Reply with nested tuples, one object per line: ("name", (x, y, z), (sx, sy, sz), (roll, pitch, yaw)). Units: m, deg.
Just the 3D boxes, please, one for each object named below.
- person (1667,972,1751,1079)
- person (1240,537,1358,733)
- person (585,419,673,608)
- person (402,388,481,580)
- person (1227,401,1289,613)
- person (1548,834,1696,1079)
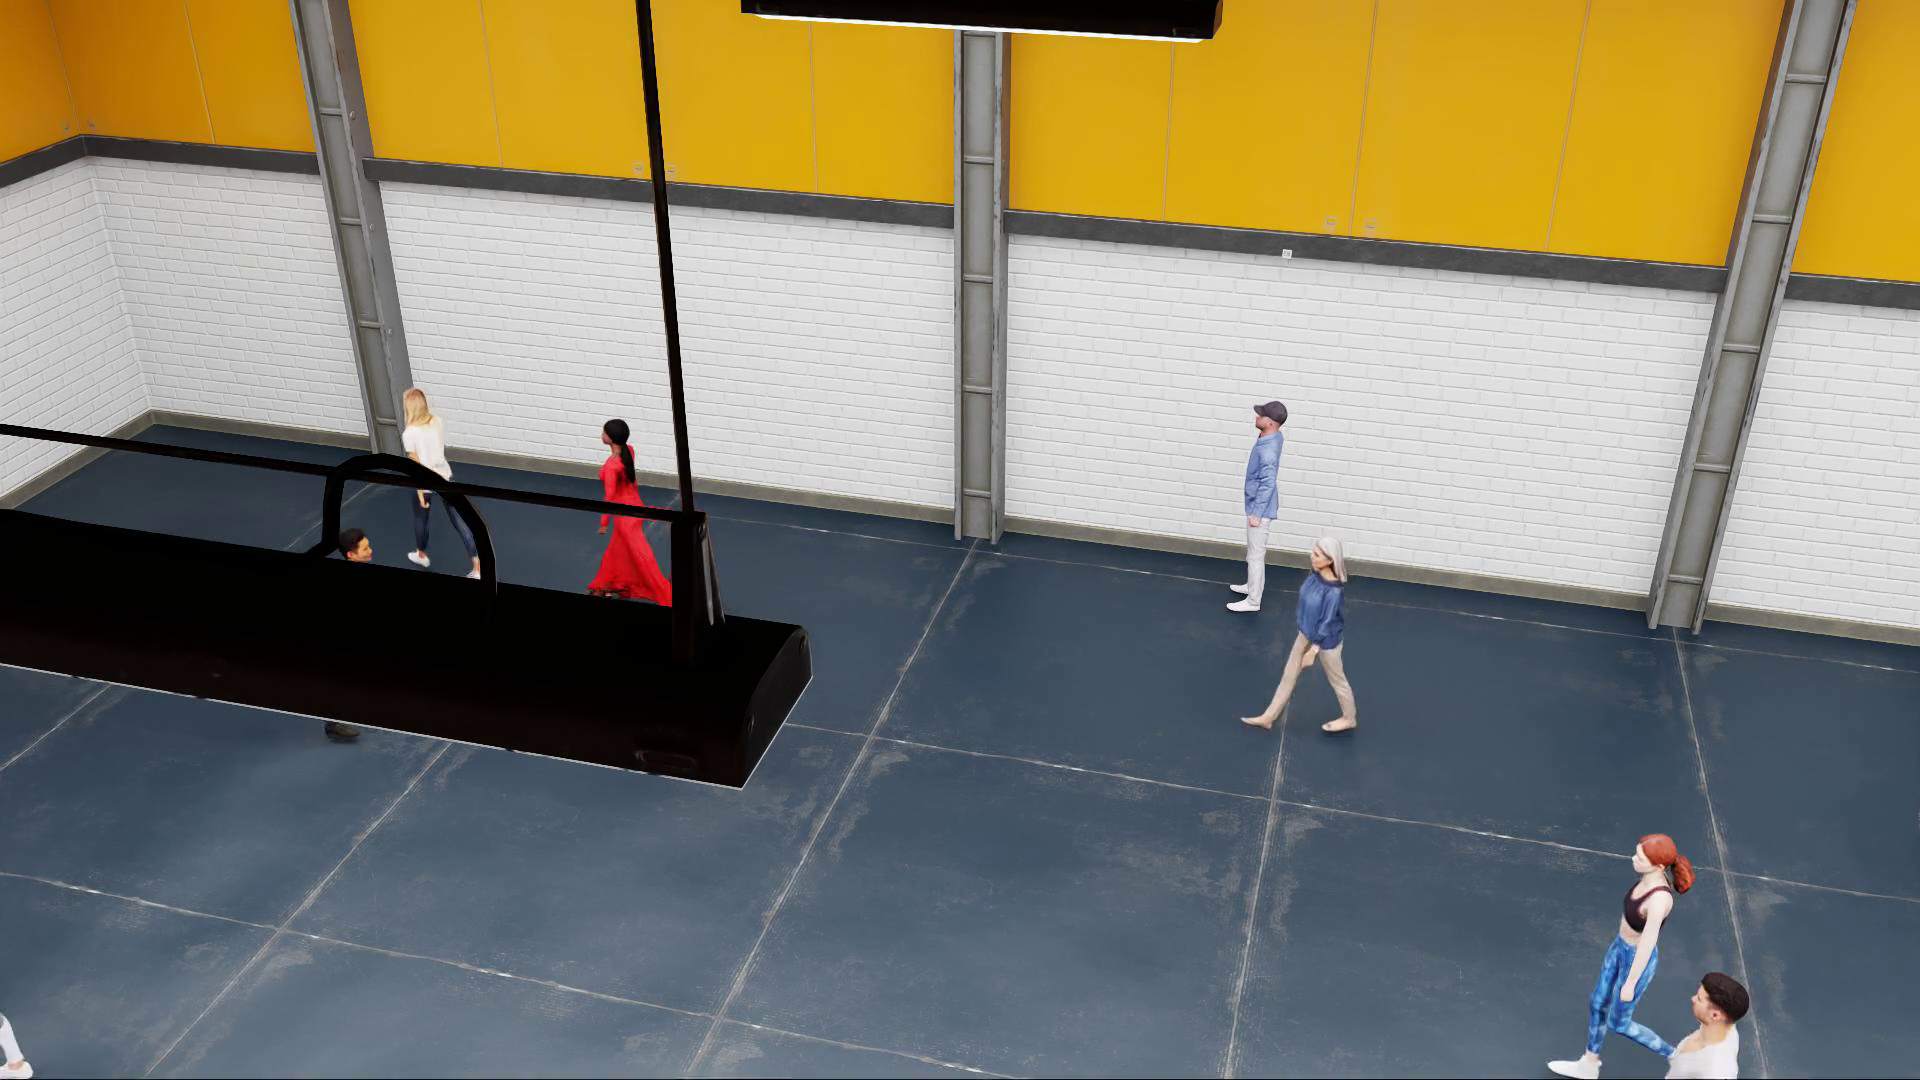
("person", (3.627, 2.864, 8.042), (0.962, 1.834, 0.773), (9, 30, 15))
("person", (2.715, 0.745, 12.137), (1.201, 1.645, 0.936), (-5, 29, -8))
("person", (-2.654, -0.146, 13.666), (1.172, 1.744, 0.739), (4, 29, 7))
("person", (-4.386, -0.416, 14.133), (1.265, 1.760, 0.957), (22, 35, 34))
("person", (2.491, -0.292, 13.774), (0.560, 1.886, 0.645), (6, 29, 12))
("person", (3.750, 2.351, 9.063), (0.970, 1.768, 0.570), (8, 30, 14))
